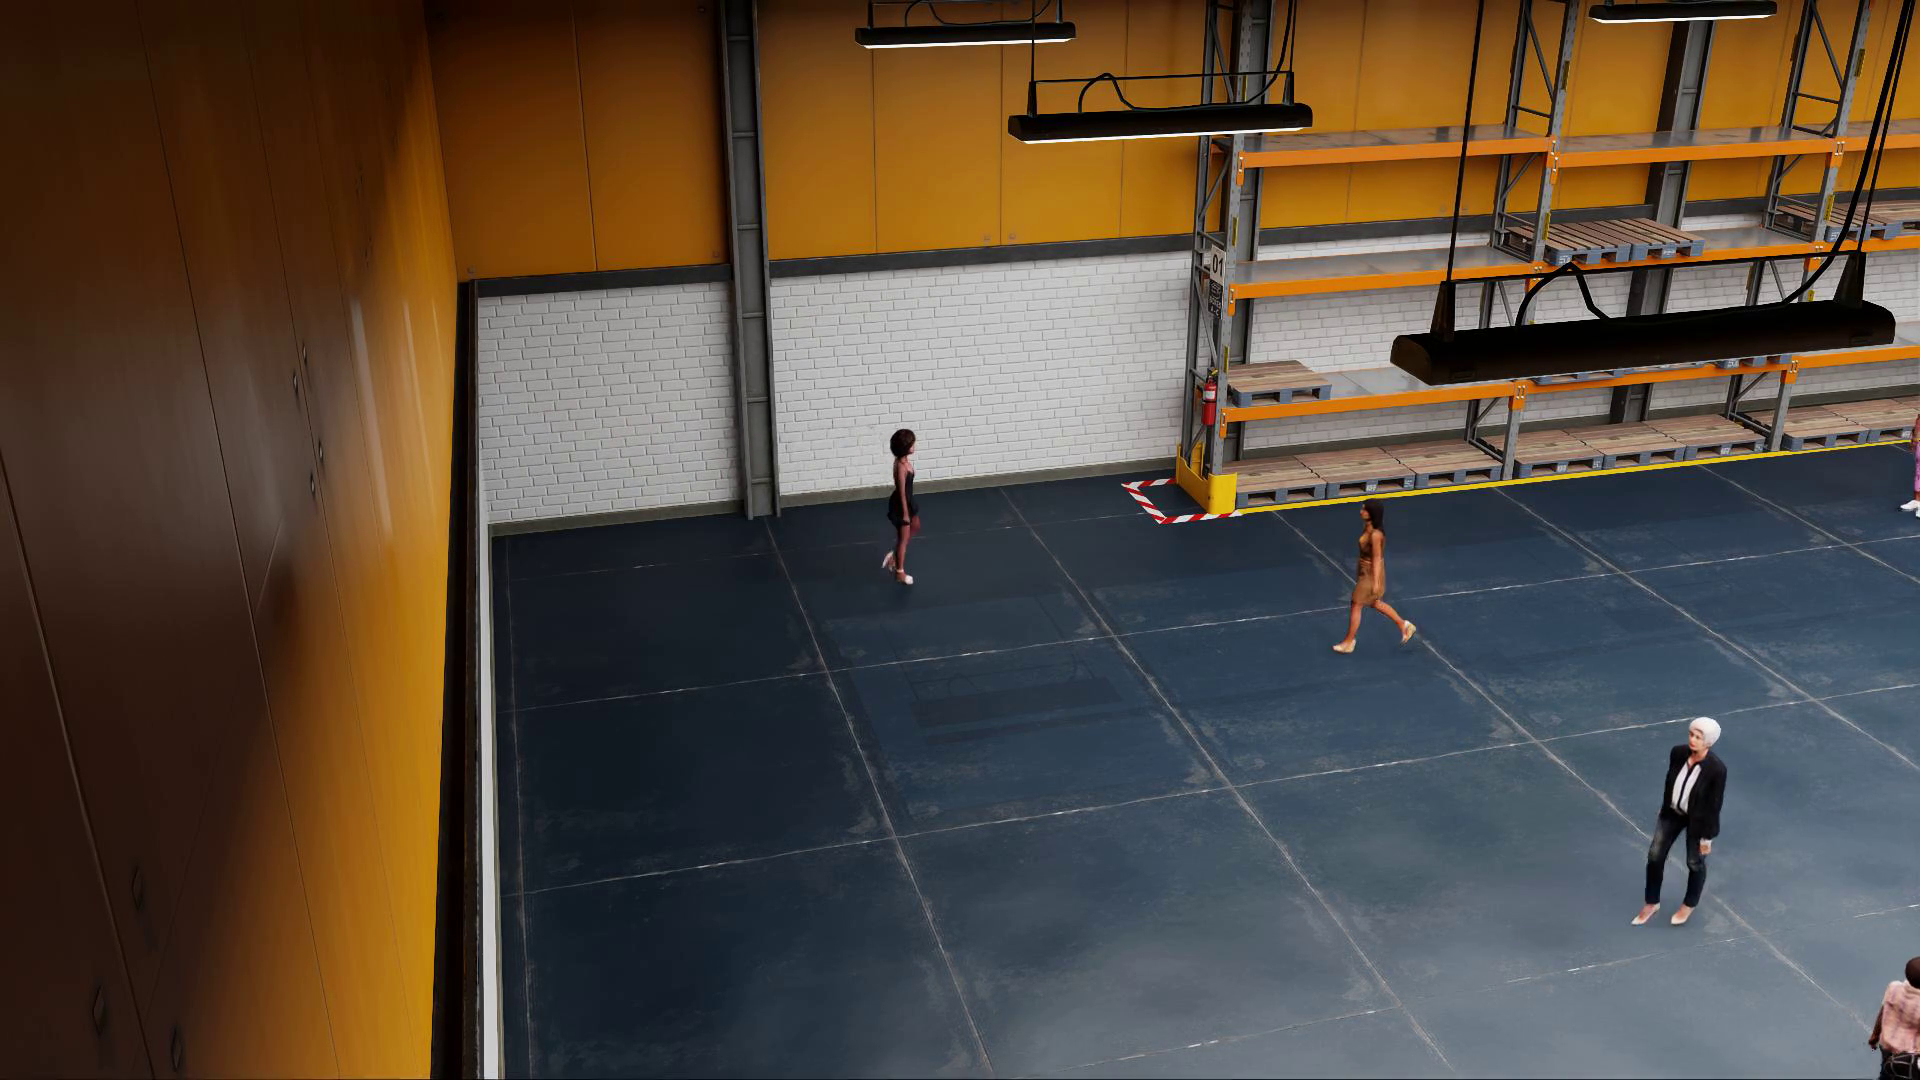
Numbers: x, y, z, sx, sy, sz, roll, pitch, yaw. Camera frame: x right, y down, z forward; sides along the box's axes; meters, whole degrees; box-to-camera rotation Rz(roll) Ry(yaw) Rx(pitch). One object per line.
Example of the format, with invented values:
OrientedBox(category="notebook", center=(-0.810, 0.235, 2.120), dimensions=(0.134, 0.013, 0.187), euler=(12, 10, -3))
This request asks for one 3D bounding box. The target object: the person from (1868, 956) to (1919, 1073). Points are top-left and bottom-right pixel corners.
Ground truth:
OrientedBox(category="person", center=(5.869, 3.196, 10.438), dimensions=(0.837, 1.288, 0.603), euler=(-11, 26, -24))

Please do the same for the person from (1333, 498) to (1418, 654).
OrientedBox(category="person", center=(4.134, 0.384, 16.402), dimensions=(1.110, 1.663, 0.788), euler=(2, 24, 3))

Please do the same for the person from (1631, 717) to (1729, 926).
OrientedBox(category="person", center=(5.489, 2.100, 12.342), dimensions=(0.861, 1.765, 0.876), euler=(-14, 27, -28))

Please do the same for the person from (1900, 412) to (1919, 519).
OrientedBox(category="person", center=(11.571, -1.108, 19.736), dimensions=(0.794, 1.727, 0.771), euler=(-10, 26, -22))

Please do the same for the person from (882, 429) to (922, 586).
OrientedBox(category="person", center=(-0.704, -0.350, 17.936), dimensions=(0.735, 1.779, 0.672), euler=(1, 24, 2))
